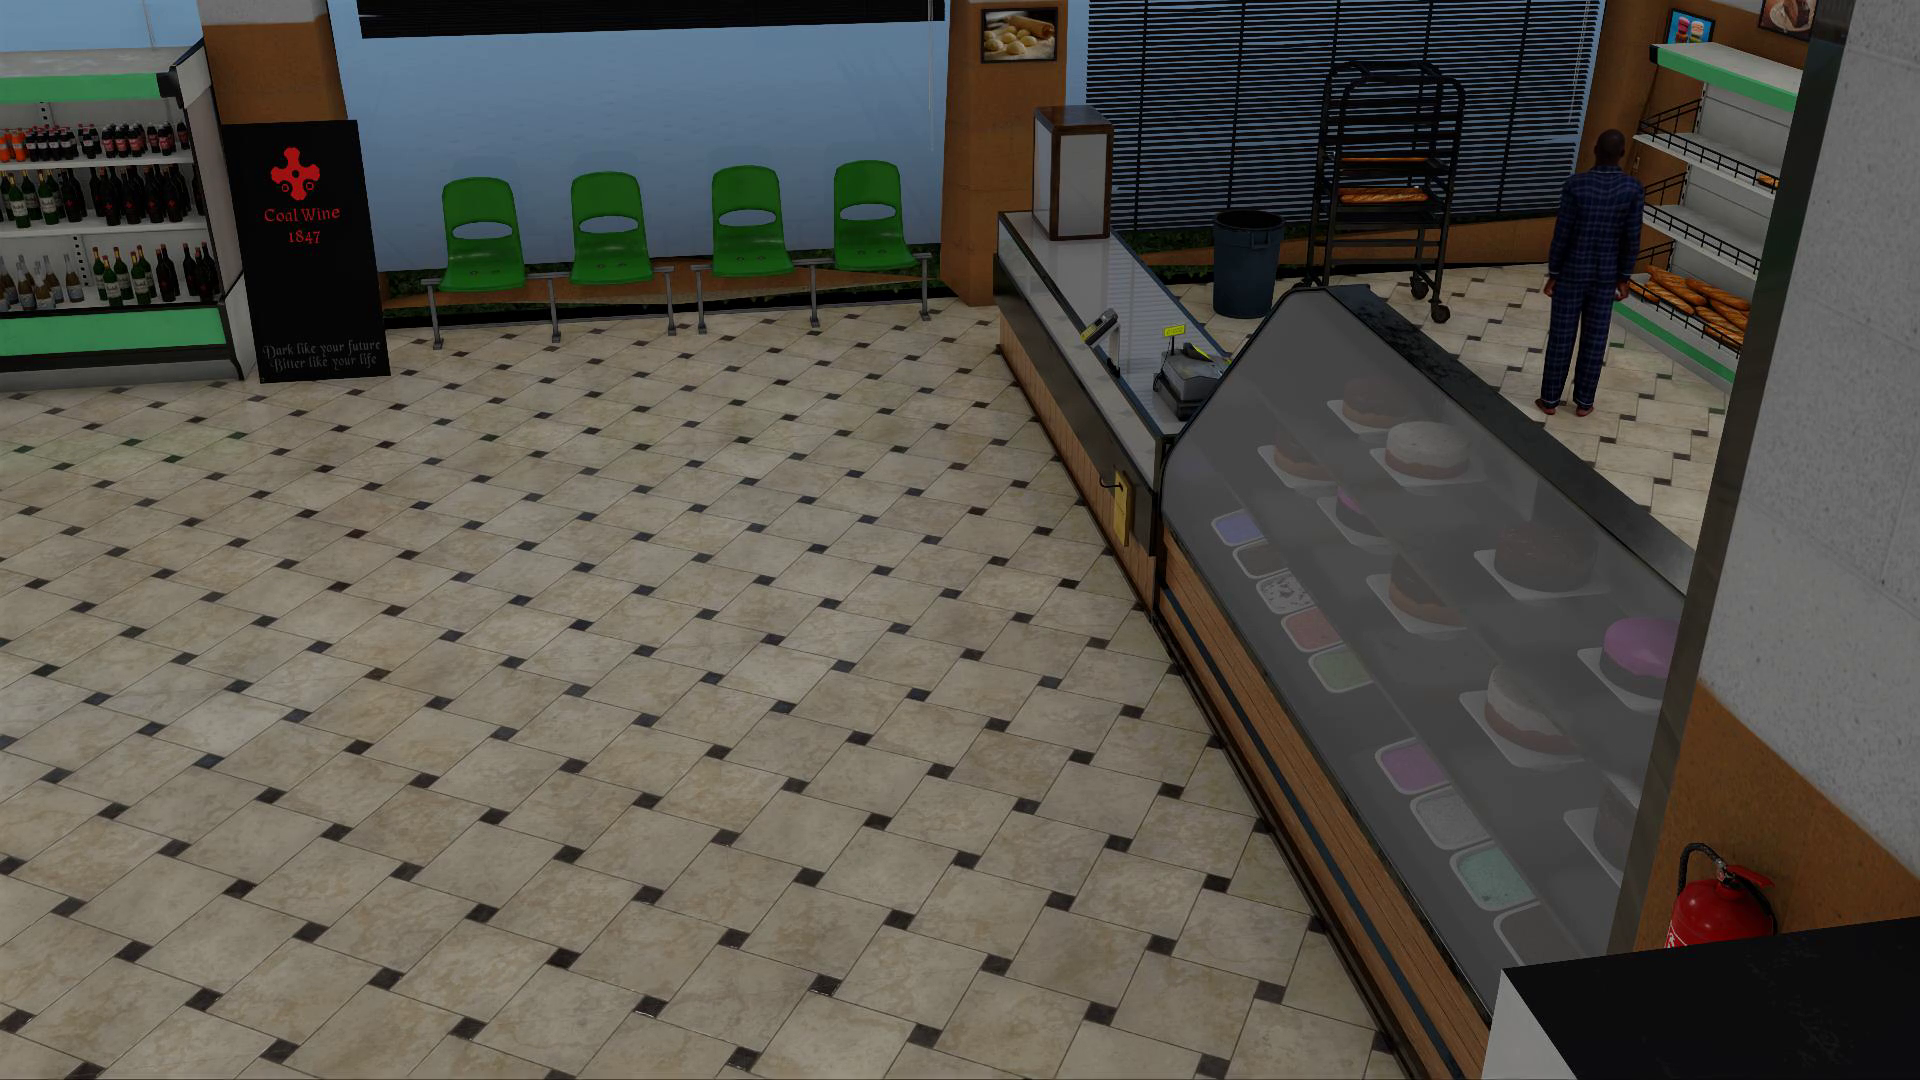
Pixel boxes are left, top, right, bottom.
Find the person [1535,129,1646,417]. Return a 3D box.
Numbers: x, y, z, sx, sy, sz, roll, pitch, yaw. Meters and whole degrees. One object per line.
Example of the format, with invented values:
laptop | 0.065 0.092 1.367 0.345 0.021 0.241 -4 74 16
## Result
person | 3.924 -1.666 10.413 0.697 1.824 0.832 6 28 12
